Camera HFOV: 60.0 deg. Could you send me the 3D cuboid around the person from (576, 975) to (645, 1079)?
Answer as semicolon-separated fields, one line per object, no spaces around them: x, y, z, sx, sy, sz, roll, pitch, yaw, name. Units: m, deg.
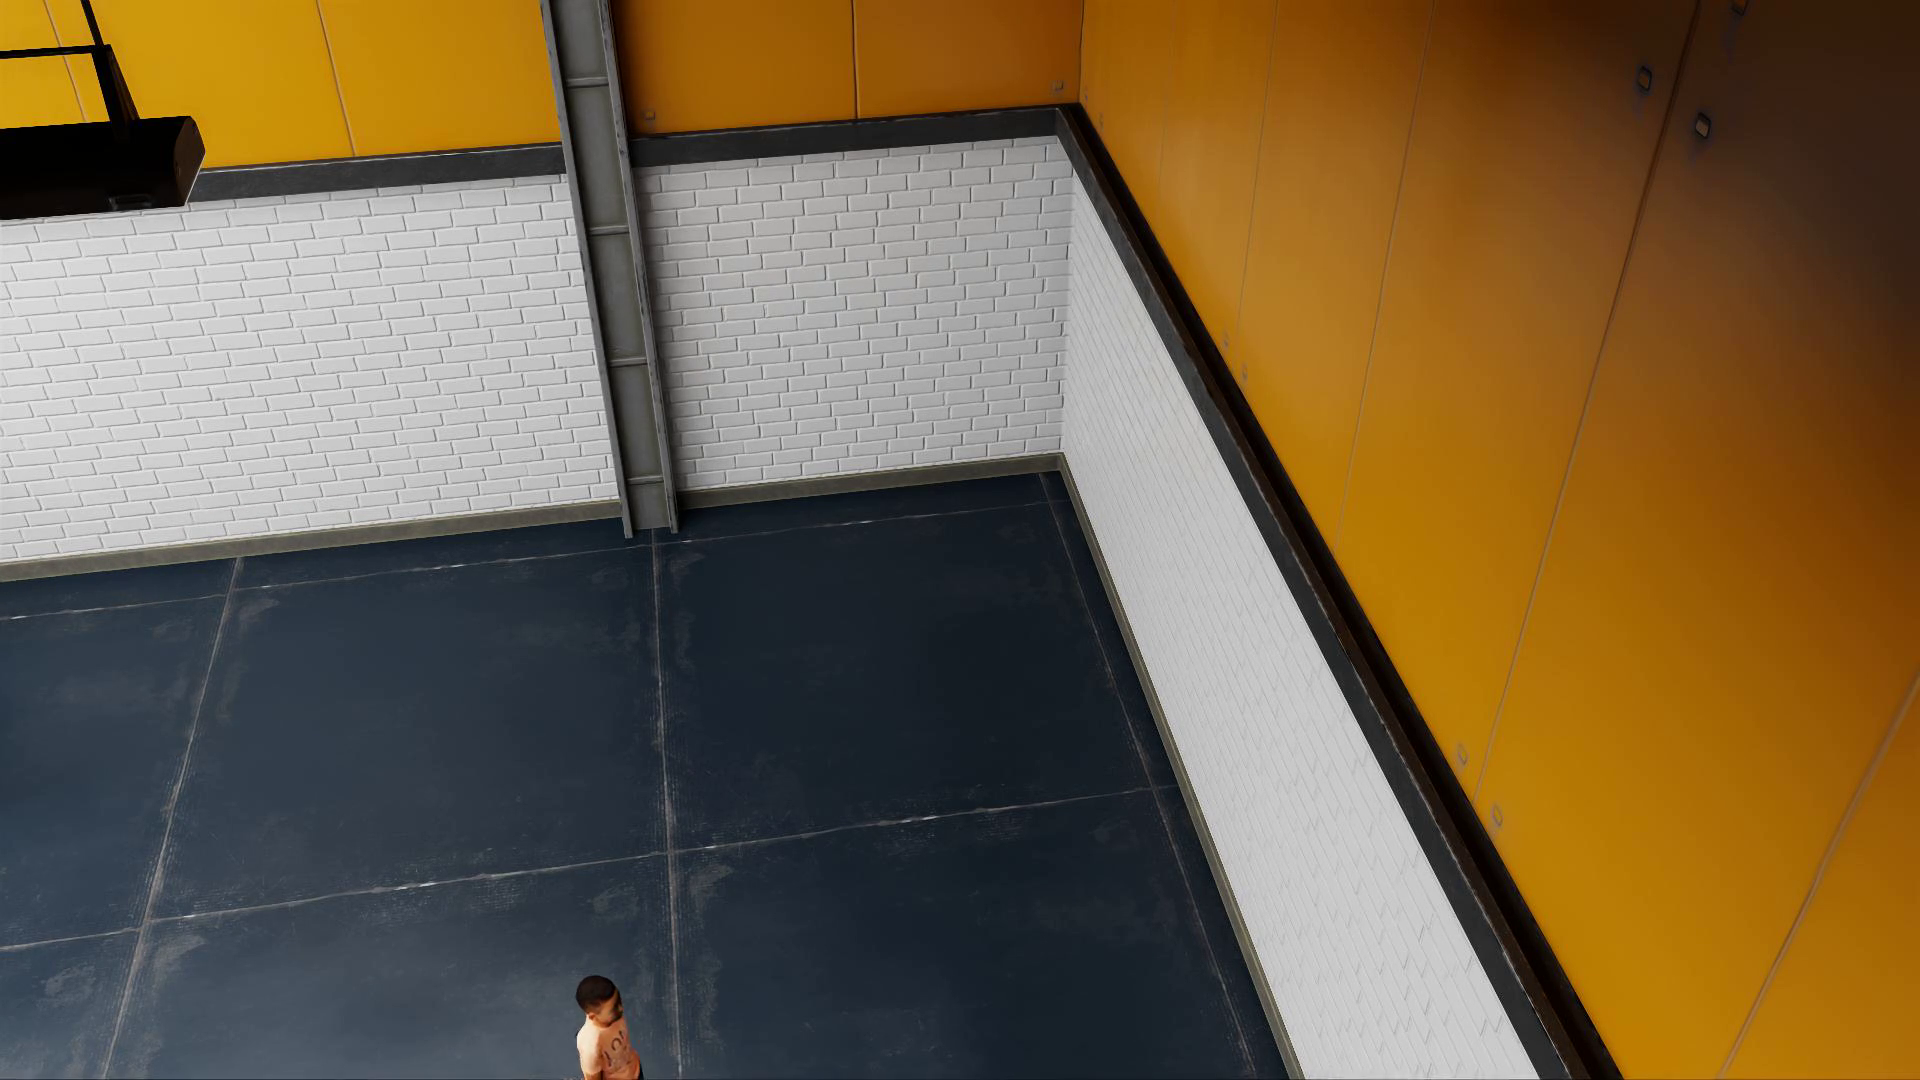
-1.703;2.583;7.944;0.796;1.453;0.660;6;39;7;person
